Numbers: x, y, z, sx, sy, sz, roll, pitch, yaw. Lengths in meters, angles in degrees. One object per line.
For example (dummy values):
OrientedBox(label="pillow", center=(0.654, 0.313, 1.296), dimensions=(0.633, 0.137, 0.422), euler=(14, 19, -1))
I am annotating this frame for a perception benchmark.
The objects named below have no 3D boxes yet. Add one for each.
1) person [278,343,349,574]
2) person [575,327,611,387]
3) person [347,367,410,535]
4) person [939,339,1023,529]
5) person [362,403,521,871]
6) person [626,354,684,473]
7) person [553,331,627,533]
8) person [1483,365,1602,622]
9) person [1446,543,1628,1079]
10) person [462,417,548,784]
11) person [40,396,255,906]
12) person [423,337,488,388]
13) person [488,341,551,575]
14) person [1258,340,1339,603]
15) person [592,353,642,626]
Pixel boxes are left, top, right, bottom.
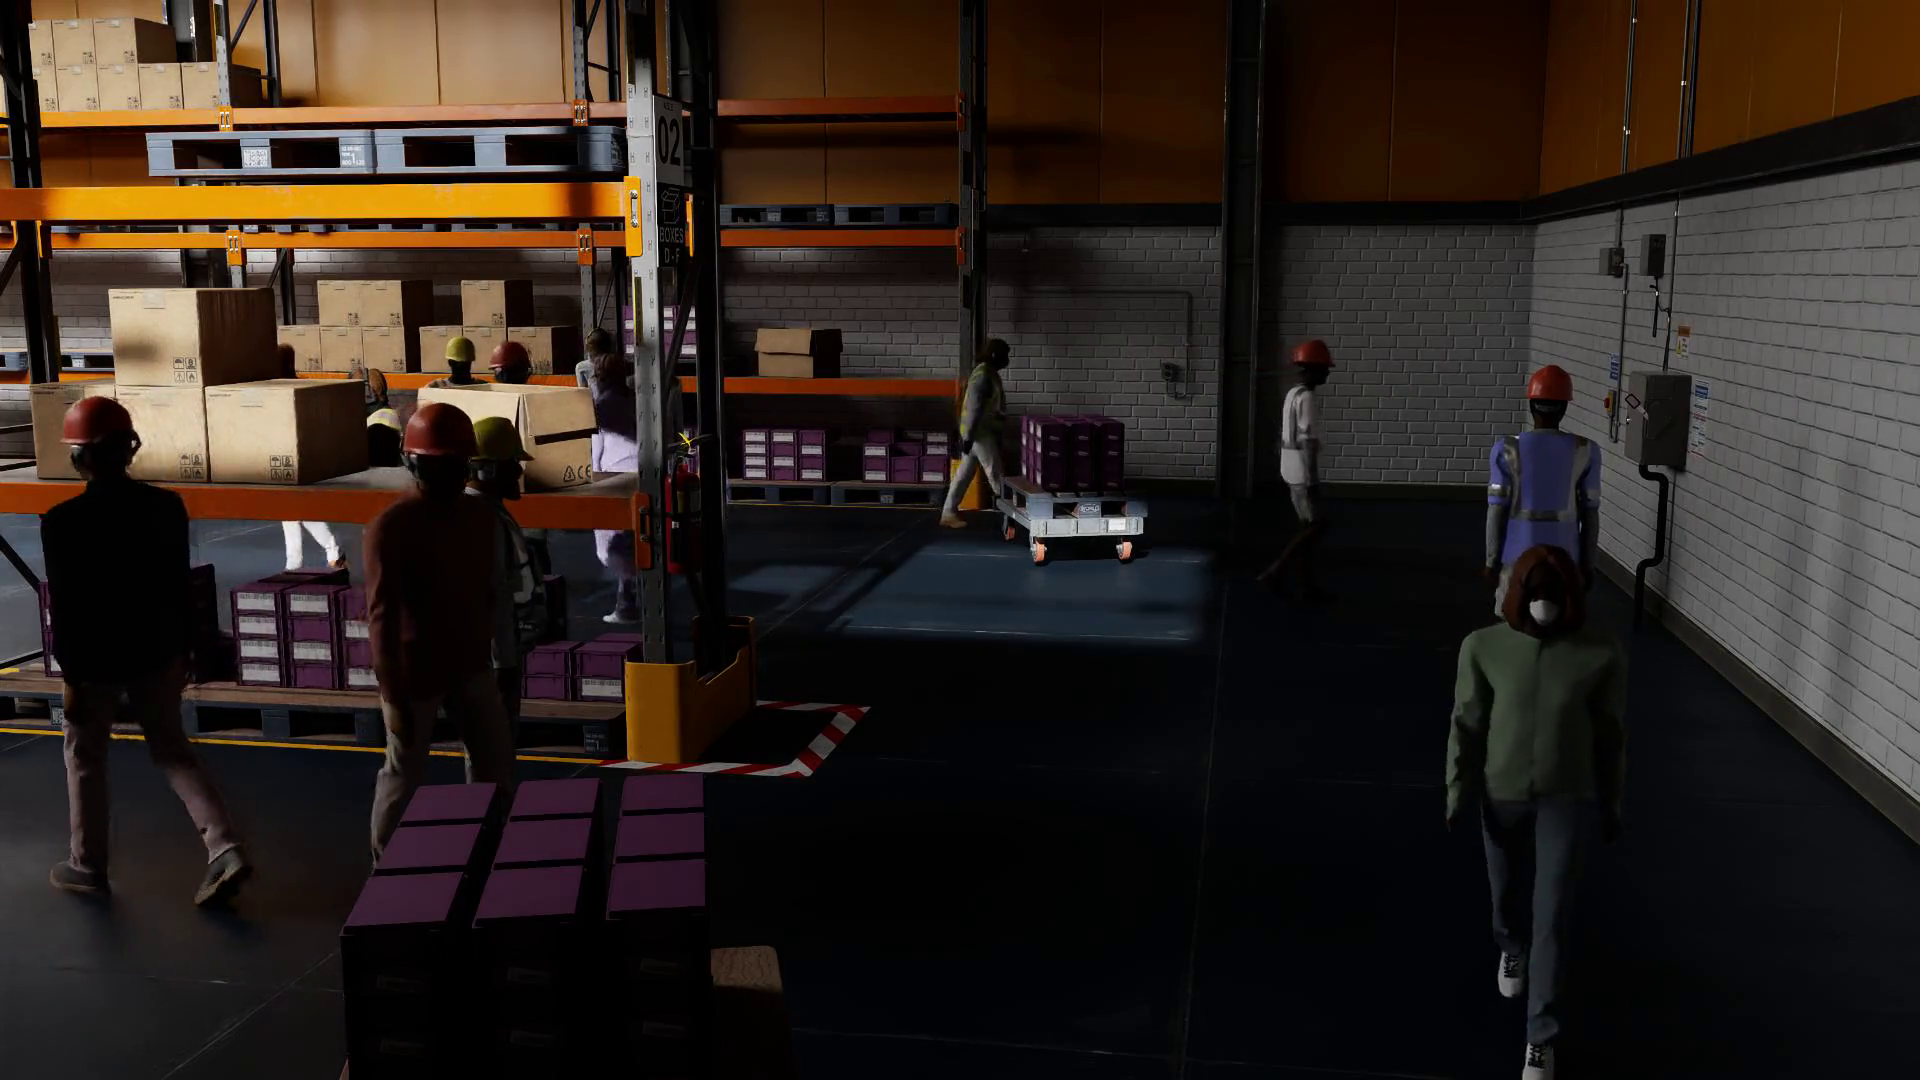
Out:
OrientedBox(label="person", center=(-5.088, -0.589, 12.852), dimensions=(0.618, 1.881, 0.461), euler=(5, 11, 30))
OrientedBox(label="person", center=(-3.535, -1.153, 16.365), dimensions=(0.514, 1.872, 0.328), euler=(-6, 11, -33))
OrientedBox(label="person", center=(-3.555, -0.133, 10.157), dimensions=(0.429, 1.837, 0.621), euler=(-4, 10, -21))
OrientedBox(label="person", center=(0.293, -0.975, 15.516), dimensions=(1.025, 1.779, 0.642), euler=(1, 9, 4))
OrientedBox(label="person", center=(-1.800, 0.487, 5.953), dimensions=(1.001, 1.938, 0.665), euler=(5, 11, 30))
OrientedBox(label="person", center=(-2.527, -0.715, 13.610), dimensions=(0.583, 1.882, 0.350), euler=(-8, 12, -39))
OrientedBox(label="person", center=(-3.294, -0.980, 15.315), dimensions=(1.022, 1.871, 0.616), euler=(-7, 11, -36))
OrientedBox(label="person", center=(2.974, 0.075, 8.538), dimensions=(0.553, 1.935, 0.362), euler=(2, 9, 13))
OrientedBox(label="person", center=(1.802, 0.782, 5.217), dimensions=(0.516, 1.599, 0.827), euler=(4, 10, 23))
OrientedBox(label="person", center=(-1.888, 0.410, 6.789), dimensions=(0.404, 1.828, 0.603), euler=(-4, 10, -24))
OrientedBox(label="person", center=(-3.111, 0.430, 6.290), dimensions=(0.970, 1.959, 0.632), euler=(5, 10, 27))
OrientedBox(label="person", center=(-3.849, -0.615, 12.890), dimensions=(0.588, 1.918, 0.401), euler=(-5, 10, -29))
OrientedBox(label="person", center=(-2.887, -0.283, 10.656), dimensions=(0.750, 1.964, 0.643), euler=(7, 11, 37))
OrientedBox(label="person", center=(2.481, -0.472, 11.962), dimensions=(0.554, 1.924, 0.603), euler=(0, 9, 2))
OrientedBox(label="person", center=(-2.208, -0.304, 11.120), dimensions=(0.695, 1.880, 0.653), euler=(8, 12, 39))
